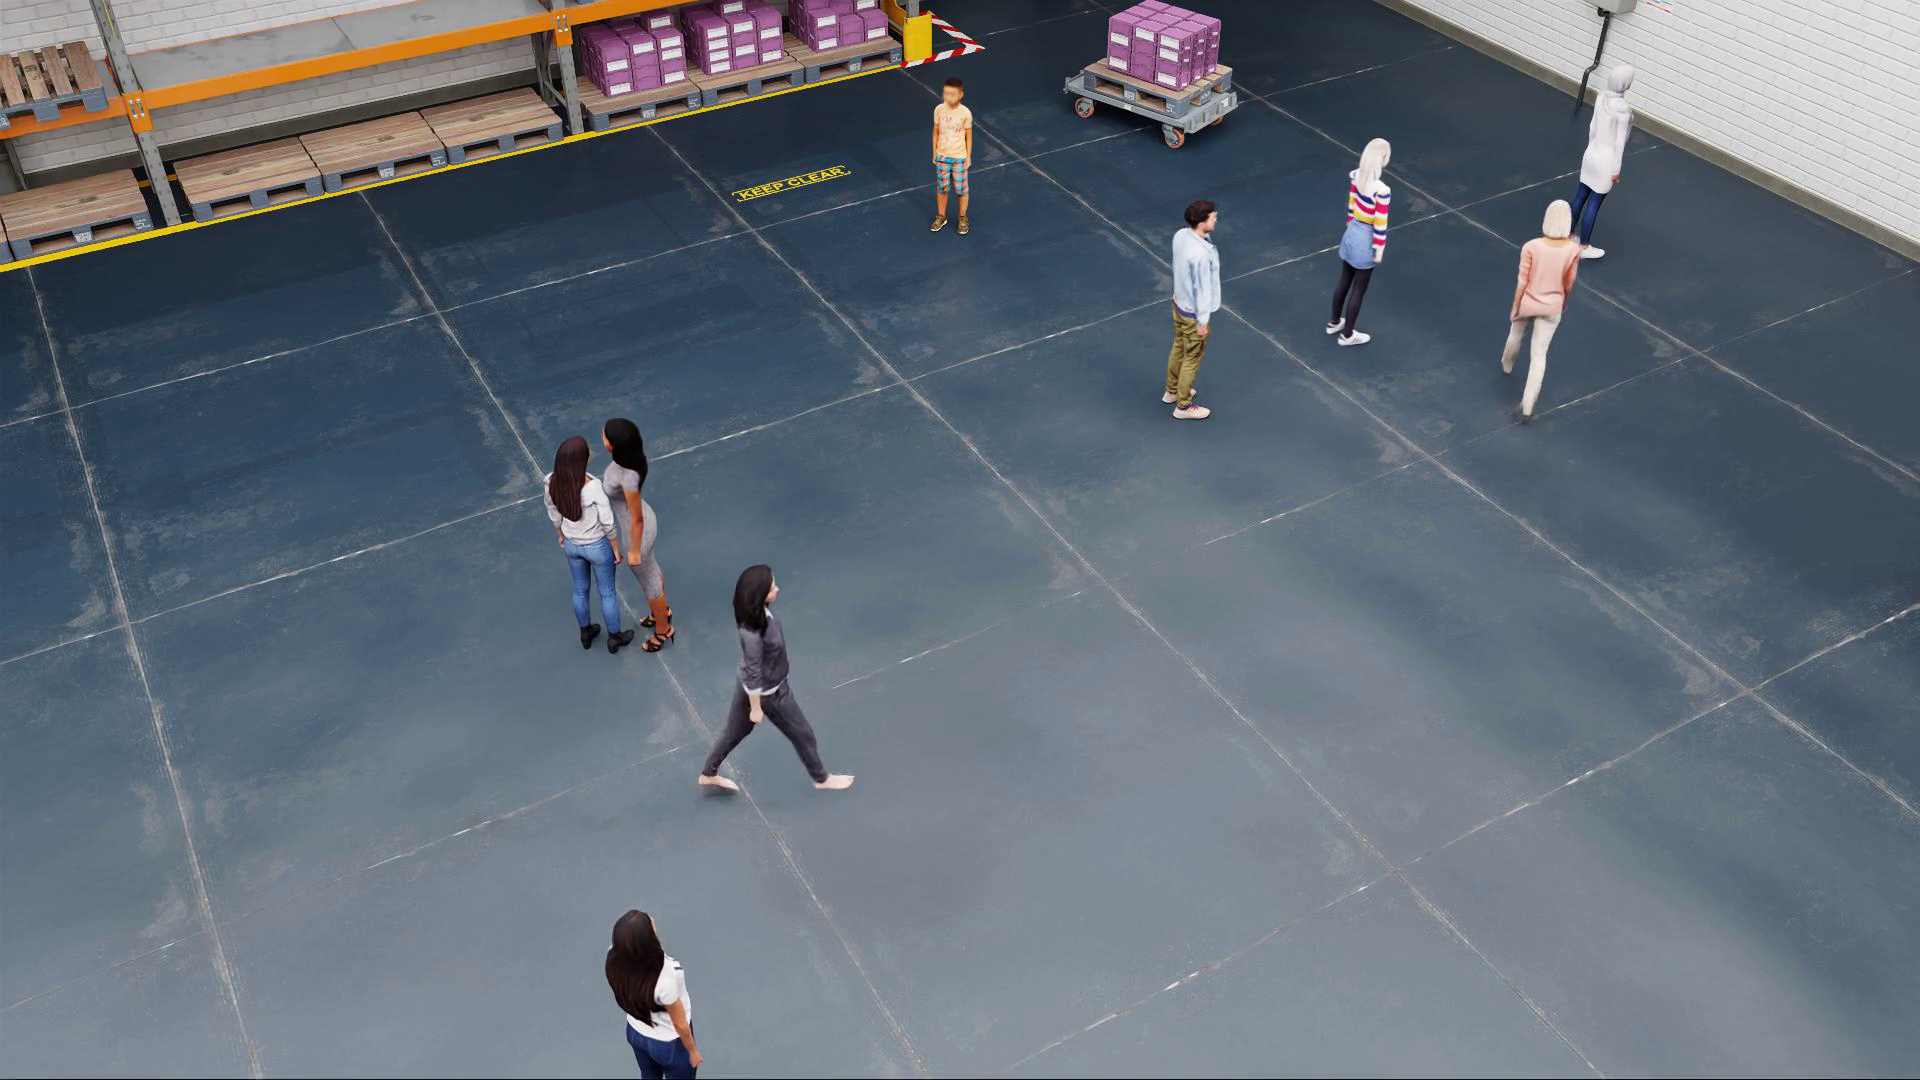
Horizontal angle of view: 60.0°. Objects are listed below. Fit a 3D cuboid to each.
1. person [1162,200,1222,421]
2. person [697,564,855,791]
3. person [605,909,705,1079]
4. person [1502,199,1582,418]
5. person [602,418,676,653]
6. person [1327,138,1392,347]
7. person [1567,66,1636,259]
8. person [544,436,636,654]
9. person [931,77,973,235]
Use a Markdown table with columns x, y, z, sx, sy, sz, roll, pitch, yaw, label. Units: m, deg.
| x | y | z | sx | sy | sz | roll | pitch | yaw | label |
| --- | --- | --- | --- | --- | --- | --- | --- | --- | --- |
| 1.778 | -1.778 | 12.784 | 0.667 | 1.811 | 0.737 | -9 | 40 | -11 | person |
| -1.225 | 0.864 | 9.556 | 1.240 | 1.710 | 0.905 | -5 | 39 | -6 | person |
| -1.395 | 2.311 | 7.694 | 0.659 | 1.773 | 0.647 | 26 | 45 | 29 | person |
| 4.492 | -1.760 | 12.870 | 1.158 | 1.674 | 1.154 | 6 | 39 | 8 | person |
| -2.046 | -0.035 | 10.626 | 0.659 | 1.780 | 0.662 | -5 | 39 | -6 | person |
| 3.284 | -2.446 | 13.622 | 0.547 | 1.809 | 0.671 | -14 | 41 | -17 | person |
| 5.698 | -3.367 | 14.801 | 0.603 | 1.775 | 0.656 | -10 | 40 | -13 | person |
| -2.388 | 0.036 | 10.655 | 0.674 | 1.631 | 0.720 | 12 | 40 | 14 | person |
| -0.071 | -3.538 | 15.268 | 0.594 | 1.461 | 0.658 | 8 | 39 | 10 | person |
